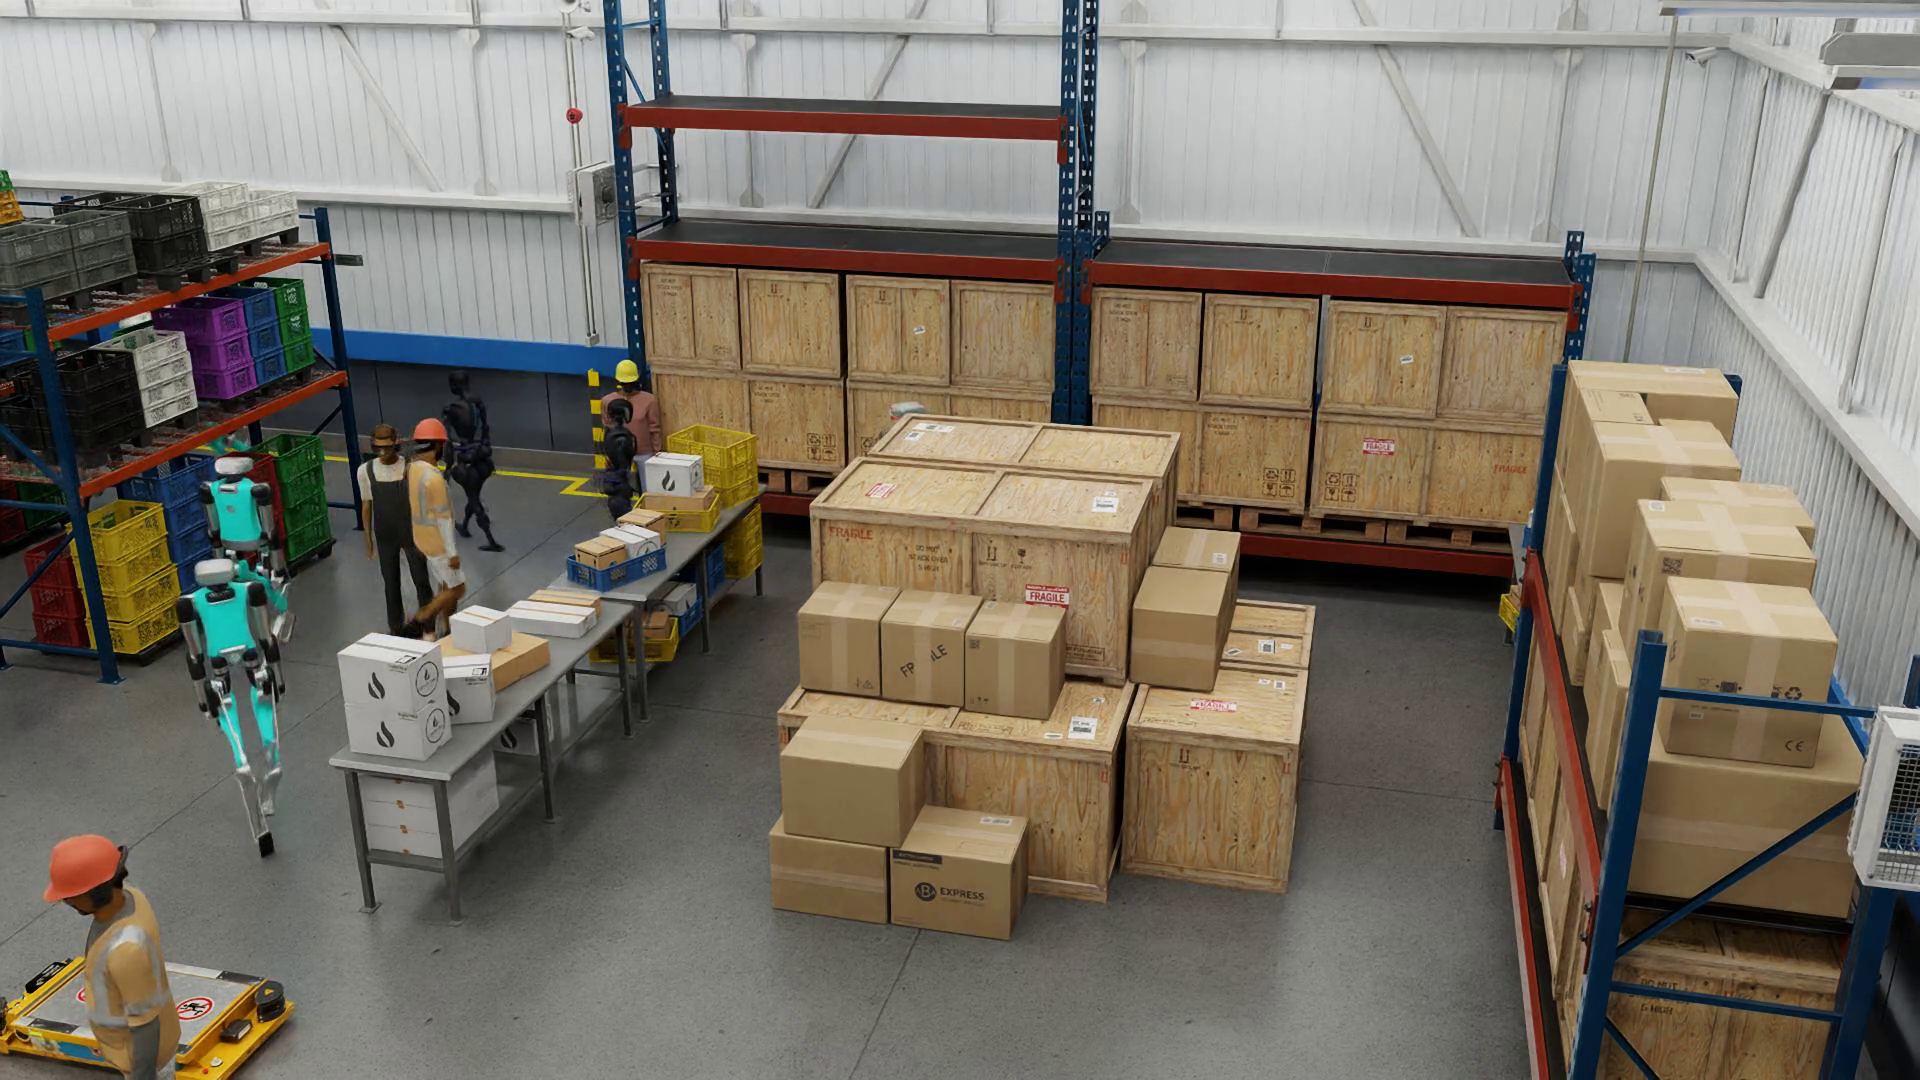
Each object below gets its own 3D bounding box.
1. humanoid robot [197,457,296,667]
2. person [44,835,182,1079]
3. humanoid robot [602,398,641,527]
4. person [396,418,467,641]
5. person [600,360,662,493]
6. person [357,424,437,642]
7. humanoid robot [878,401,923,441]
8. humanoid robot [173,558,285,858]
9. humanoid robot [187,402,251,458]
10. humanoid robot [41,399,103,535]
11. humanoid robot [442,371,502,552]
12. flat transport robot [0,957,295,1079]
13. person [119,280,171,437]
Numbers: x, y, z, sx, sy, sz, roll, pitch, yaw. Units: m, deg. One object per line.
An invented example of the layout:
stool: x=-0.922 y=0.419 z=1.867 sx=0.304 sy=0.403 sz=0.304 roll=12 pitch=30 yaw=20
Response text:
humanoid robot: x=-5.310 y=0.111 z=12.740 sx=0.531 sy=1.781 sz=0.983 roll=1 pitch=21 yaw=3
person: x=-3.488 y=2.130 z=7.006 sx=0.386 sy=2.034 sz=0.604 roll=-11 pitch=24 yaw=-27
humanoid robot: x=-2.866 y=-0.402 z=14.130 sx=0.465 sy=1.646 sz=0.599 roll=-5 pitch=22 yaw=-13
person: x=-4.049 y=0.024 z=12.710 sx=0.587 sy=1.891 sz=0.571 roll=-12 pitch=24 yaw=-28
person: x=-2.947 y=-0.775 z=14.989 sx=0.526 sy=1.759 sz=0.337 roll=-3 pitch=21 yaw=-7
person: x=-4.359 y=-0.024 z=12.908 sx=0.500 sy=1.841 sz=0.340 roll=-4 pitch=21 yaw=-11
humanoid robot: x=-0.250 y=-0.209 z=13.555 sx=0.548 sy=1.778 sz=0.787 roll=-19 pitch=28 yaw=-41
humanoid robot: x=-4.389 y=1.061 z=10.235 sx=0.556 sy=1.766 sz=0.969 roll=-12 pitch=24 yaw=-28
humanoid robot: x=-7.045 y=-1.092 z=15.971 sx=0.555 sy=1.870 sz=0.836 roll=6 pitch=22 yaw=16
humanoid robot: x=-7.881 y=-0.607 z=14.719 sx=0.584 sy=1.620 sz=0.778 roll=3 pitch=21 yaw=7
humanoid robot: x=-4.471 y=-0.716 z=14.985 sx=0.715 sy=1.627 sz=0.621 roll=10 pitch=23 yaw=24
flat transport robot: x=-4.270 y=2.464 z=8.601 sx=1.431 sy=0.231 sz=0.659 roll=5 pitch=22 yaw=13
person: x=-8.760 y=-2.001 z=18.123 sx=0.589 sy=1.826 sz=0.625 roll=0 pitch=21 yaw=0
